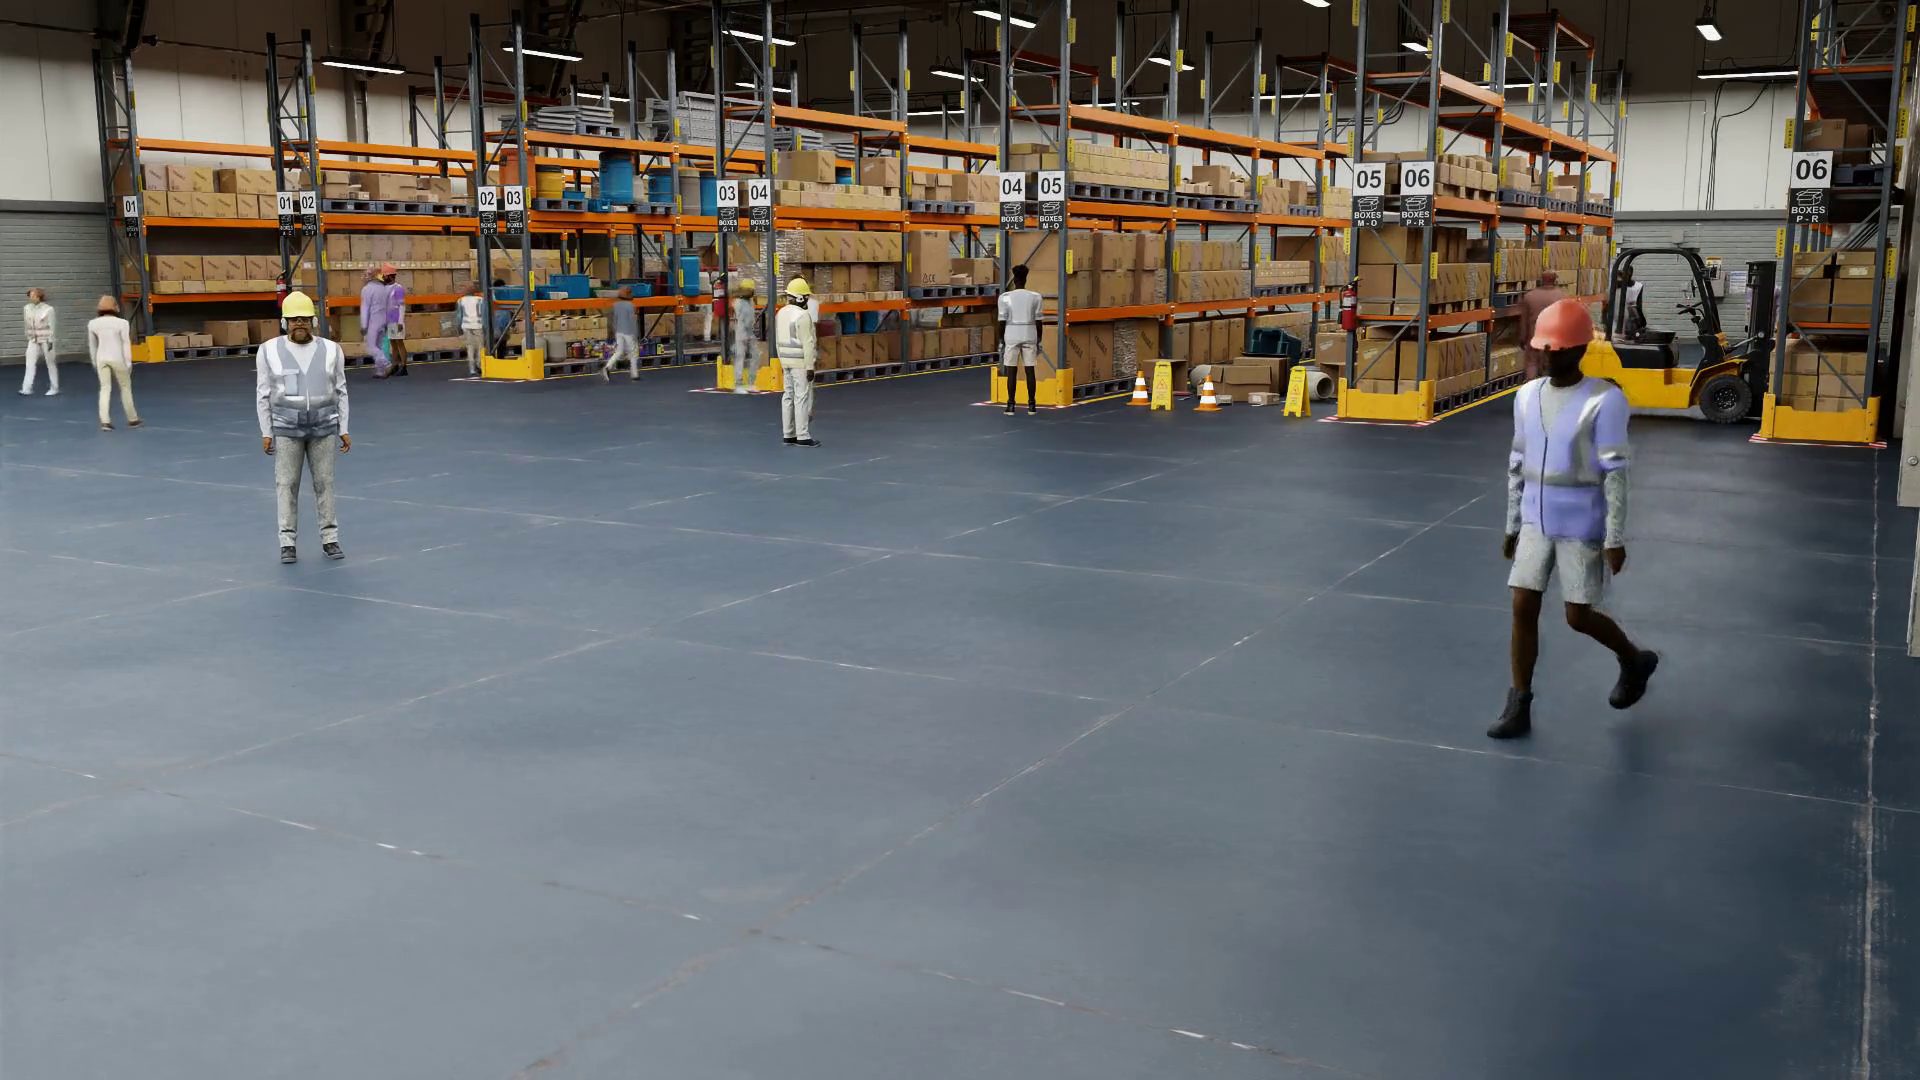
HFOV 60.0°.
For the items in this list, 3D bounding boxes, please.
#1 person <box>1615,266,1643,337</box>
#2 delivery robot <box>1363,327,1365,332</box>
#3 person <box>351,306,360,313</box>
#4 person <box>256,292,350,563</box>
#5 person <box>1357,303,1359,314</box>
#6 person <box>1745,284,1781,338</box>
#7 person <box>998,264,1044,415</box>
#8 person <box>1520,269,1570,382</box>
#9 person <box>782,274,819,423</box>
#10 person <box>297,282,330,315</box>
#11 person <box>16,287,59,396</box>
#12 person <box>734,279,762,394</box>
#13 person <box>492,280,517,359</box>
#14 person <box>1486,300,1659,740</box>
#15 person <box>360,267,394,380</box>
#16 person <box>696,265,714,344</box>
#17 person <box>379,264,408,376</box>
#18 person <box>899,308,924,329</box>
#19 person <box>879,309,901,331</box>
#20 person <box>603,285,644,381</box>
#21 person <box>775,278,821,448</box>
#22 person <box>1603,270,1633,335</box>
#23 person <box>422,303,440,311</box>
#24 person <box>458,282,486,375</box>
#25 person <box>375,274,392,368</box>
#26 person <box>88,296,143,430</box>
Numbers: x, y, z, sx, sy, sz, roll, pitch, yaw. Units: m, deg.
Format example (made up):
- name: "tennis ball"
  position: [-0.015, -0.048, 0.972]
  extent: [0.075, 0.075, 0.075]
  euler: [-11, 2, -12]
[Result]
- name: "person"
  position: [12.612, -4.253, 31.587]
  extent: [0.587, 1.878, 0.970]
  euler: [5, 11, 28]
- name: "delivery robot"
  position: [9.126, -4.652, 37.543]
  extent: [0.707, 0.478, 0.477]
  euler: [-1, 10, -9]
- name: "person"
  position: [-11.966, -4.525, 33.383]
  extent: [0.536, 1.820, 0.672]
  euler: [6, 11, 31]
- name: "person"
  position: [-4.455, -0.764, 11.317]
  extent: [0.588, 1.834, 0.403]
  euler: [-5, 11, -29]
- name: "person"
  position: [9.422, -5.533, 39.133]
  extent: [0.664, 1.886, 0.594]
  euler: [-2, 10, -12]
- name: "person"
  position: [13.909, -3.792, 28.817]
  extent: [0.580, 1.918, 0.402]
  euler: [5, 11, 25]
- name: "person"
  position: [0.789, -2.610, 21.740]
  extent: [0.605, 1.966, 0.367]
  euler: [-1, 10, -6]
- name: "person"
  position: [8.147, -2.818, 23.168]
  extent: [0.663, 1.893, 0.487]
  euler: [4, 10, 22]
- name: "person"
  position: [-1.959, -2.349, 20.552]
  extent: [0.525, 1.856, 0.465]
  euler: [4, 11, 23]
- name: "person"
  position: [-12.974, -4.553, 33.503]
  extent: [0.620, 1.838, 0.430]
  euler: [1, 10, 6]
- name: "person"
  position: [-13.580, -2.900, 24.466]
  extent: [0.527, 1.597, 0.821]
  euler: [1, 10, 6]
- name: "person"
  position: [-3.195, -3.058, 25.023]
  extent: [0.495, 1.725, 0.504]
  euler: [6, 11, 32]
- name: "person"
  position: [-8.319, -3.888, 30.157]
  extent: [0.542, 1.652, 0.859]
  euler: [-8, 12, -38]
- name: "person"
  position: [2.672, -0.093, 7.214]
  extent: [0.791, 1.904, 0.585]
  euler: [-6, 12, -33]
- name: "person"
  position: [-9.829, -3.645, 28.057]
  extent: [0.549, 1.889, 0.678]
  euler: [1, 10, 7]
- name: "person"
  position: [-5.890, -5.560, 39.292]
  extent: [0.617, 1.860, 0.699]
  euler: [5, 11, 25]
- name: "person"
  position: [-9.824, -3.805, 28.830]
  extent: [0.376, 1.934, 0.546]
  euler: [-10, 14, -44]
- name: "person"
  position: [-1.039, -4.797, 34.777]
  extent: [0.641, 1.891, 1.047]
  euler: [2, 10, 13]
- name: "person"
  position: [-1.293, -4.419, 32.261]
  extent: [0.632, 1.994, 0.952]
  euler: [9, 13, 43]
- name: "person"
  position: [-5.557, -3.393, 27.383]
  extent: [0.504, 1.609, 0.714]
  euler: [6, 12, 33]
- name: "person"
  position: [-1.754, -1.919, 18.082]
  extent: [0.404, 1.830, 0.602]
  euler: [-7, 12, -37]
- name: "person"
  position: [11.919, -3.969, 30.130]
  extent: [0.528, 1.832, 0.966]
  euler: [5, 11, 26]
- name: "person"
  position: [-11.476, -4.916, 35.931]
  extent: [0.526, 1.733, 0.781]
  euler: [3, 10, 17]
- name: "person"
  position: [-8.546, -3.711, 29.205]
  extent: [0.517, 1.619, 0.452]
  euler: [0, 10, -1]
- name: "person"
  position: [-10.639, -4.038, 30.728]
  extent: [0.519, 1.759, 0.344]
  euler: [7, 12, 34]
- name: "person"
  position: [-10.151, -2.117, 19.936]
  extent: [0.520, 1.605, 0.708]
  euler: [0, 10, -1]
